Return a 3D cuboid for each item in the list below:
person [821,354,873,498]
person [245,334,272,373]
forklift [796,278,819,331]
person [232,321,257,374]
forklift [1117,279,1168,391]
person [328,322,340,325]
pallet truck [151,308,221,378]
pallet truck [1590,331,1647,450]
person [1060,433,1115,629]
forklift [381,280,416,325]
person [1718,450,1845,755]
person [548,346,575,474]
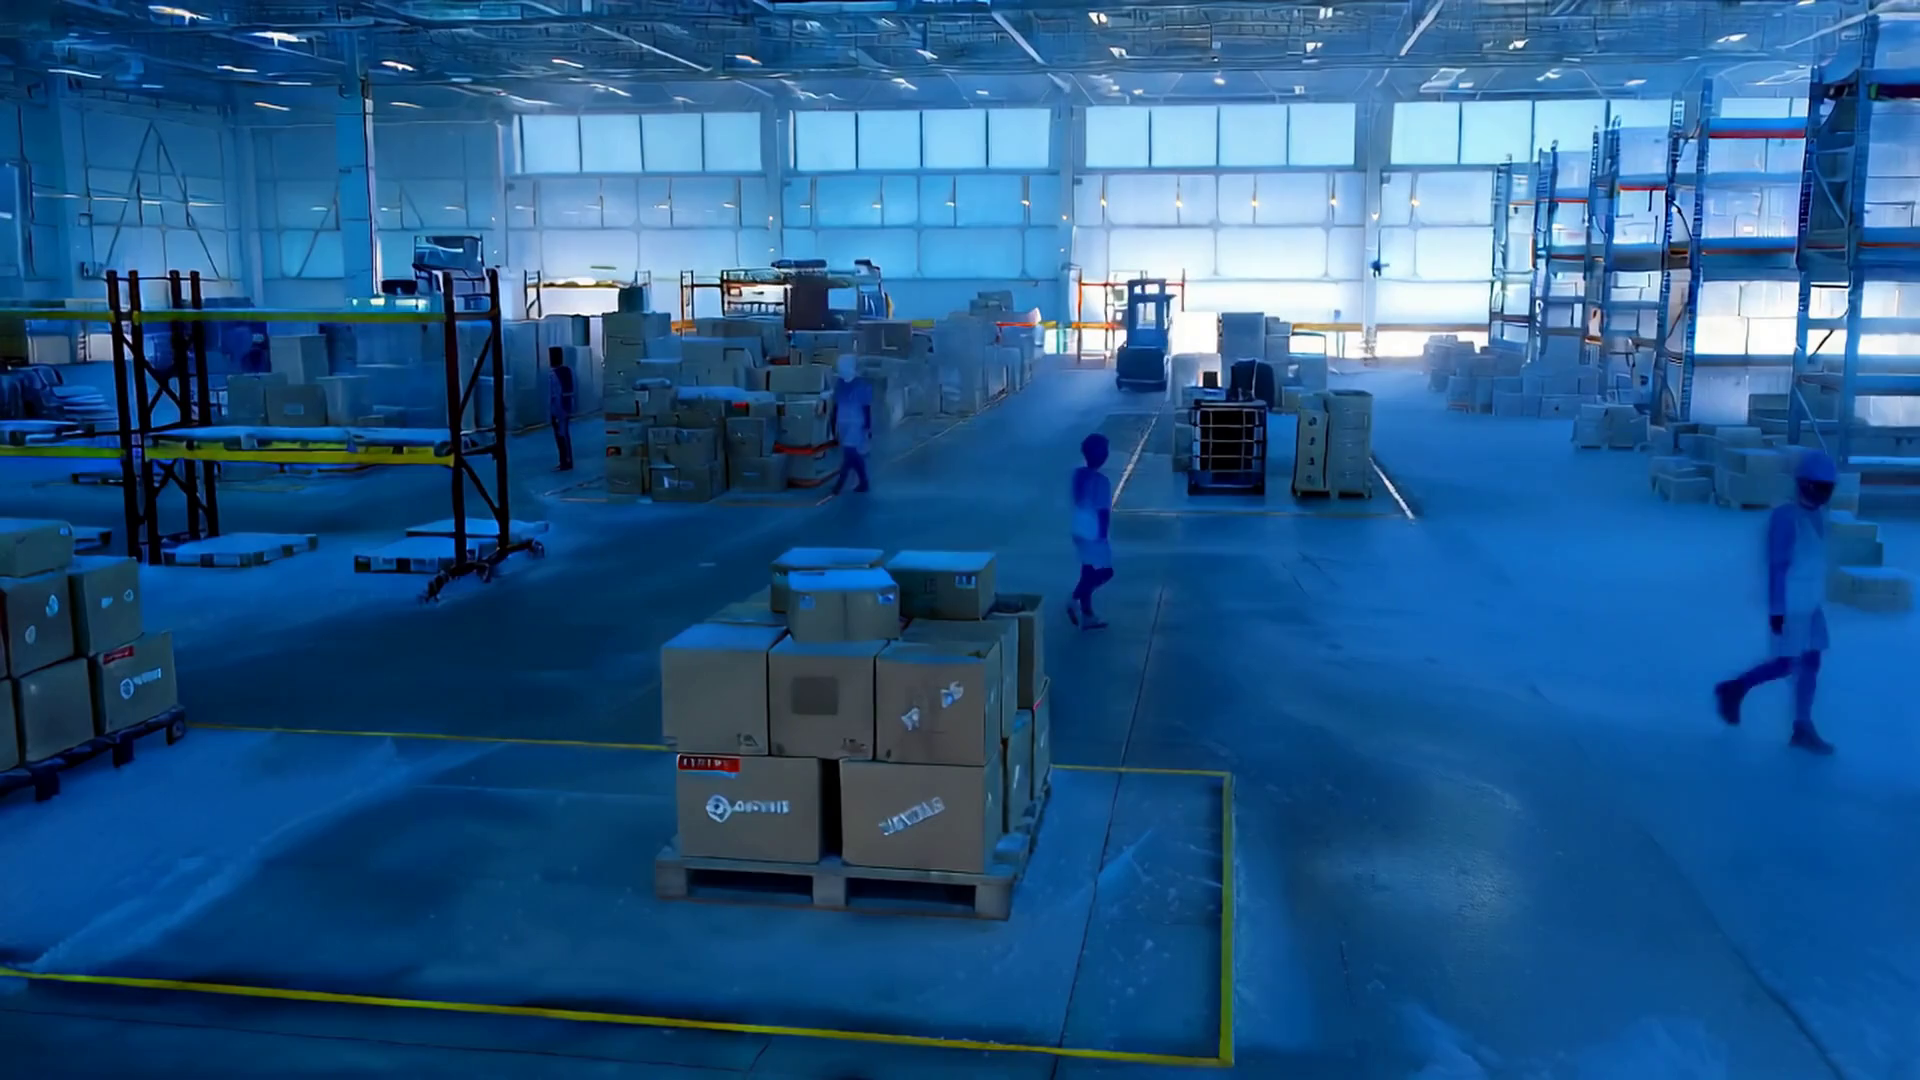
[{"bbox_3d":[-1.550,-1.528,22.288,0.996,1.911,0.635,-9,13,-44],"label":"person"},{"bbox_3d":[-12.567,-2.765,29.997,0.569,1.884,0.977,1,9,7],"label":"person"},{"bbox_3d":[-3.865,-5.259,42.346,1.873,2.768,1.129,1,9,9],"label":"forklift"},{"bbox_3d":[-17.403,-4.478,40.470,0.644,1.925,0.502,2,9,13],"label":"person"},{"bbox_3d":[4.701,-5.230,42.172,1.129,2.768,1.873,3,10,18],"label":"forklift"},{"bbox_3d":[-17.692,-5.498,47.066,1.004,1.837,0.572,6,11,34],"label":"person"},{"bbox_3d":[-21.869,-5.598,47.154,0.823,1.965,1.885,4,10,26],"label":"pallet truck"},{"bbox_3d":[11.253,-2.573,28.499,0.823,1.965,1.885,5,10,27],"label":"pallet truck"},{"bbox_3d":[1.055,-0.056,13.925,0.447,1.689,0.538,-5,10,-27],"label":"person"},{"bbox_3d":[-11.958,-4.169,35.627,1.873,2.768,1.129,1,9,9],"label":"forklift"},{"bbox_3d":[5.264,0.374,10.566,0.562,1.924,0.699,-5,10,-28],"label":"person"},{"bbox_3d":[-5.957,-1.936,24.813,0.384,1.918,0.596,1,9,3],"label":"person"}]
